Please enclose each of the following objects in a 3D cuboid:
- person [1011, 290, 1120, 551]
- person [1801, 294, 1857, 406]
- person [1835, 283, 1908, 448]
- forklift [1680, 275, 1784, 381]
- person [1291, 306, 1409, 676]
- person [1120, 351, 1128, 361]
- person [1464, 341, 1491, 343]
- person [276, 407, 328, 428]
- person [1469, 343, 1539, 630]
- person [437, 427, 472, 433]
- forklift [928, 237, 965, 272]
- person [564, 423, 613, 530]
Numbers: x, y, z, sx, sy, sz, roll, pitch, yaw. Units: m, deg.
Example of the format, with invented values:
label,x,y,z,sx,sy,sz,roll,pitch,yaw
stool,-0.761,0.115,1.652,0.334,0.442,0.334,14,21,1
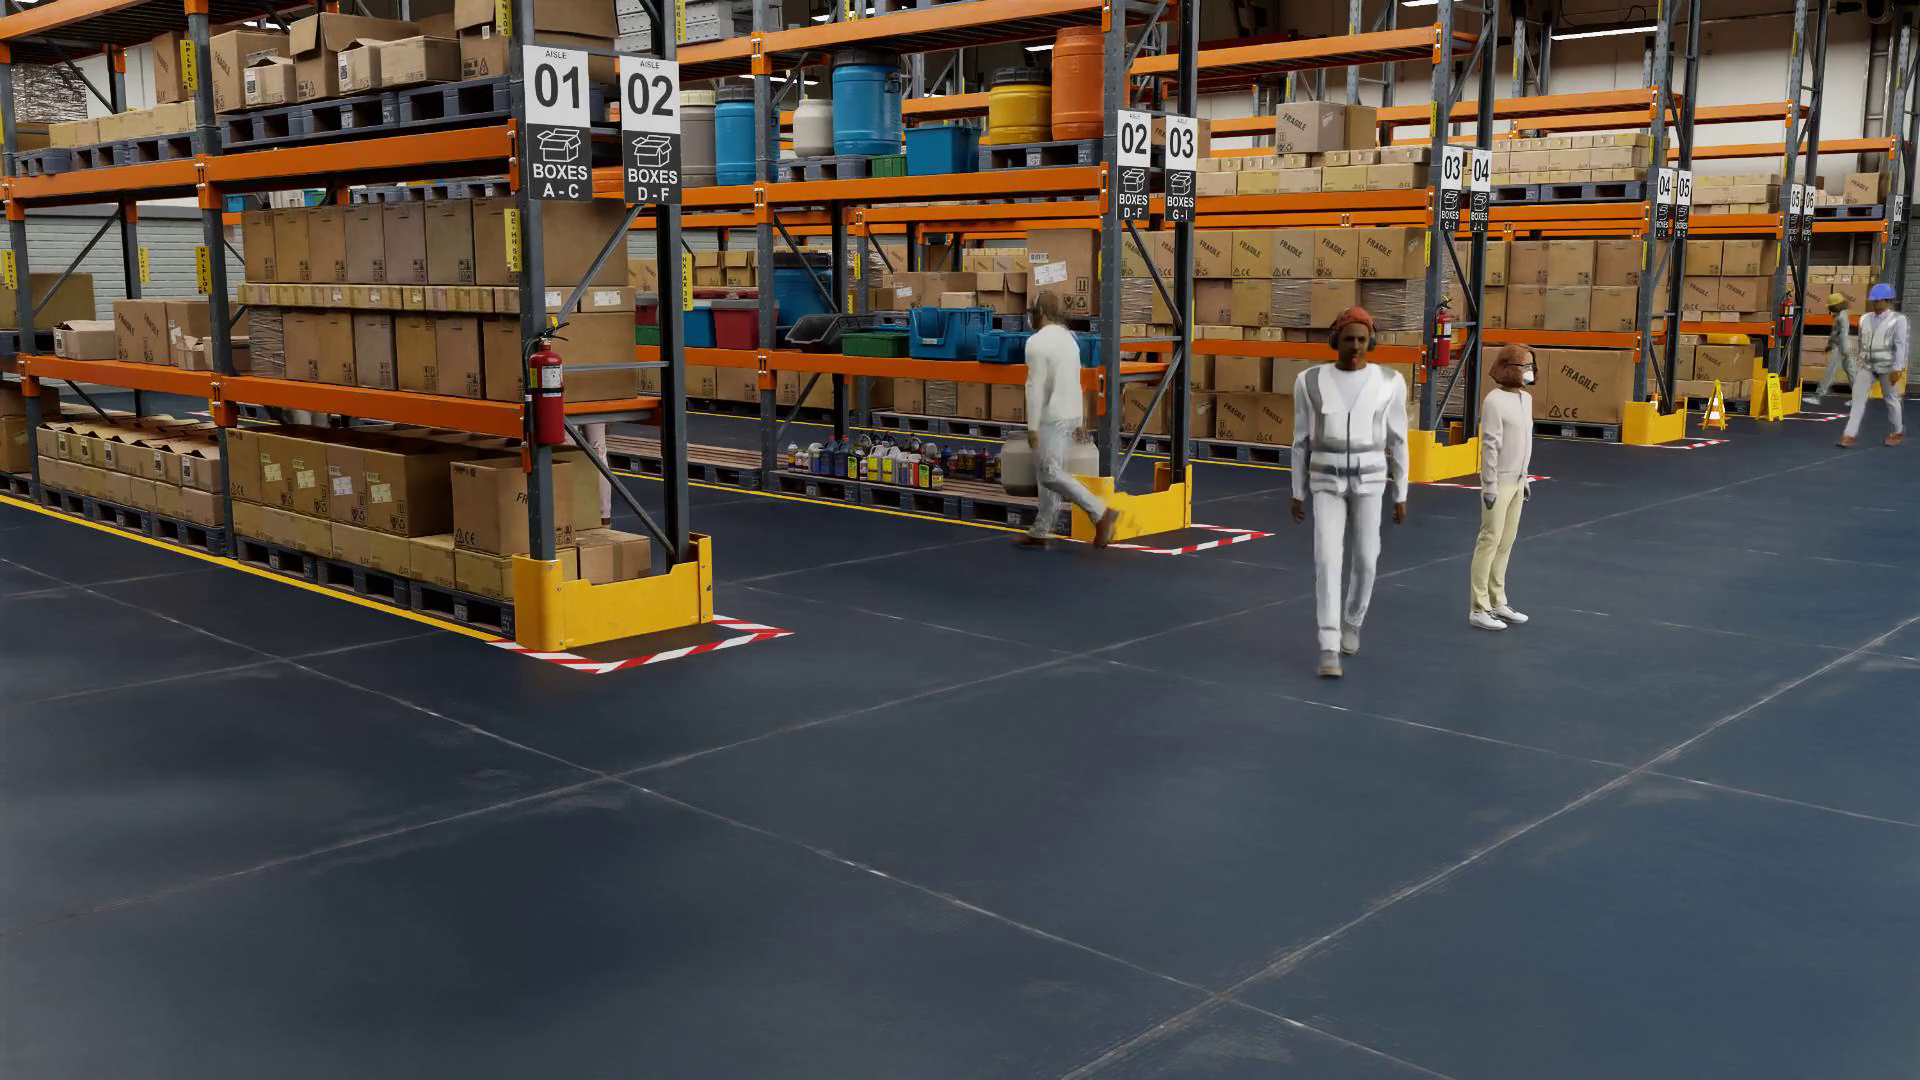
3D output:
label,x,y,z,sx,sy,sz,roll,pitch,yaw
person,0.768,-0.847,12.011,0.816,1.906,0.649,5,11,30
person,13.204,-2.858,25.009,0.860,1.671,0.617,5,10,28
person,10.611,-2.008,19.185,1.015,1.889,0.622,-5,11,-29
forklift,12.480,-3.427,27.053,1.214,2.155,2.313,9,13,43
person,2.007,-0.273,8.600,0.595,1.866,0.766,2,9,11
person,1.896,-2.417,21.895,0.547,1.820,0.641,8,12,39
person,8.815,-3.479,28.211,1.033,1.890,0.653,9,13,42
person,-6.092,-1.356,15.405,0.733,1.808,0.602,9,13,42
person,3.137,-0.315,9.555,0.266,1.631,0.507,8,12,42
person,-4.301,-1.236,14.258,0.606,1.930,1.061,-7,12,-38
forklift,-0.326,-5.817,39.609,1.129,2.768,1.873,9,13,43
person,-2.993,-1.054,12.985,0.612,1.994,0.395,-4,10,-25
